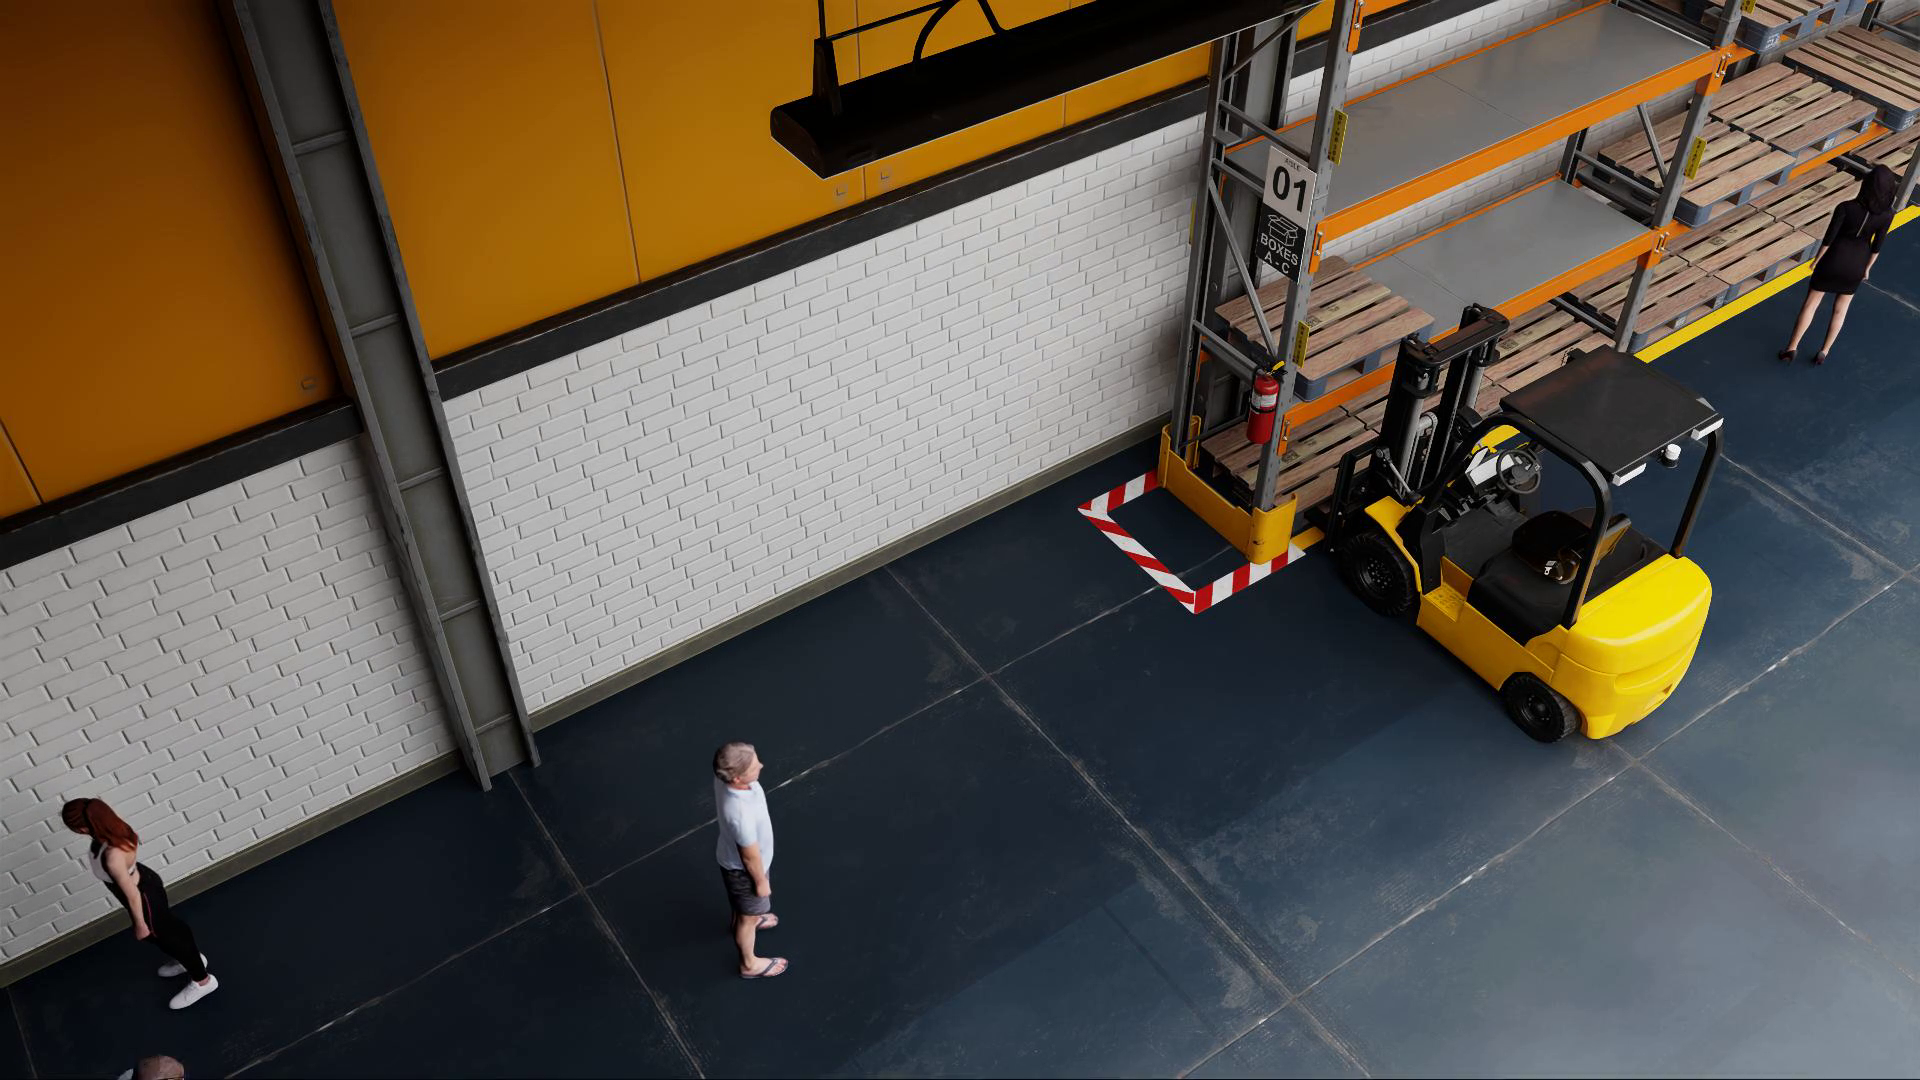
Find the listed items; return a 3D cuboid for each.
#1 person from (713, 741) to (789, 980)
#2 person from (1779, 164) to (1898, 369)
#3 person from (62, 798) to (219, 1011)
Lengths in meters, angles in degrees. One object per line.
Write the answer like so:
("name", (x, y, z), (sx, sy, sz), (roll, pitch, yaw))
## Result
("person", (-1.191, 1.718, 9.091), (0.681, 1.829, 0.704), (-8, 44, -8))
("person", (6.963, -2.139, 13.157), (0.648, 1.805, 0.685), (11, 45, 11))
("person", (-4.397, 1.917, 8.946), (0.537, 1.742, 0.597), (-21, 47, -21))
